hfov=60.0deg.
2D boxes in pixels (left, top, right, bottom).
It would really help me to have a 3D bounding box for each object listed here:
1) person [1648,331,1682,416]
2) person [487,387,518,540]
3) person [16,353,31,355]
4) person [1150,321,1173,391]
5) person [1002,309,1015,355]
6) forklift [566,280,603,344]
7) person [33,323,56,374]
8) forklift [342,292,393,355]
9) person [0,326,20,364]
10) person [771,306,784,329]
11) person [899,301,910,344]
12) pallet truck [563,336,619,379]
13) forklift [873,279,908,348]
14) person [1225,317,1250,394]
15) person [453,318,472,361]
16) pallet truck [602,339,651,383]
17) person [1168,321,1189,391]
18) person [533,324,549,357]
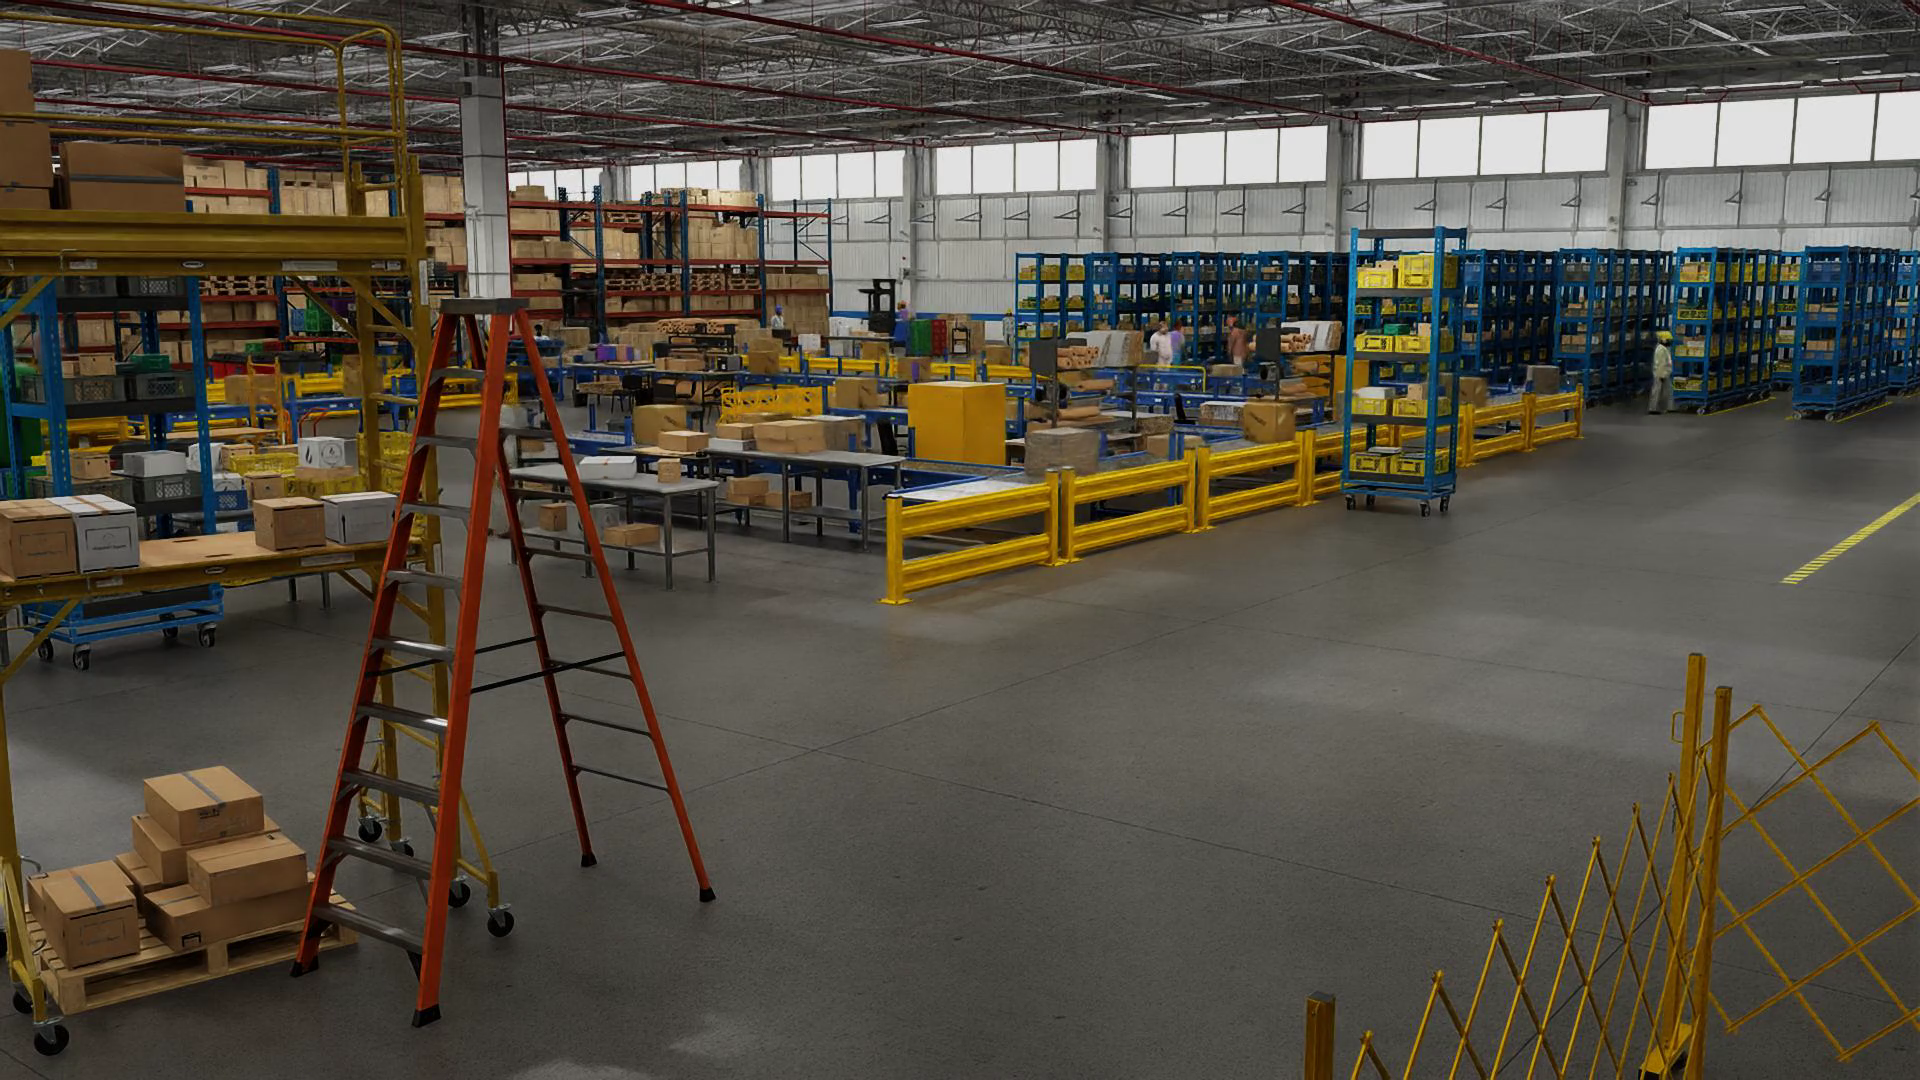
[{"bbox_3d":[15.097,-3.540,35.450,0.778,1.805,0.626,6,11,35],"label":"person"},{"bbox_3d":[-5.345,-0.917,18.955,0.741,1.844,0.565,4,10,23],"label":"person"},{"bbox_3d":[-34.003,-7.459,60.134,0.642,1.750,0.529,-7,12,-38],"label":"person"},{"bbox_3d":[4.858,-4.298,39.921,0.655,1.901,0.409,-7,11,-37],"label":"person"},{"bbox_3d":[1.820,-7.738,61.903,0.485,1.734,0.346,-1,9,-6],"label":"person"},{"bbox_3d":[-12.096,-6.937,53.330,1.129,2.768,1.873,-1,9,-5],"label":"forklift"},{"bbox_3d":[-23.022,-4.587,41.788,0.918,1.865,0.680,6,11,34],"label":"person"},{"bbox_3d":[-16.485,-5.622,45.120,1.129,2.768,1.873,7,11,37],"label":"forklift"},{"bbox_3d":[-27.900,-5.678,48.792,0.736,1.815,0.582,0,9,-2],"label":"person"},{"bbox_3d":[-6.148,-6.951,56.314,0.399,1.945,0.616,5,11,31],"label":"person"},{"bbox_3d":[-2.294,-8.931,68.763,0.644,1.919,0.556,5,11,31],"label":"person"},{"bbox_3d":[-10.690,-5.294,48.215,1.601,1.201,0.680,-5,10,-26],"label":"pallet truck"},{"bbox_3d":[-3.027,-9.139,67.073,1.129,2.768,1.873,6,11,33],"label":"forklift"},{"bbox_3d":[6.977,-4.647,41.987,0.787,1.931,0.644,8,12,41],"label":"person"},{"bbox_3d":[-13.878,-5.333,46.681,0.587,1.806,0.789,5,11,31],"label":"person"},{"bbox_3d":[-8.991,-4.871,45.351,0.653,1.274,1.630,7,11,37],"label":"pallet truck"},{"bbox_3d":[5.586,-4.671,42.472,0.654,1.820,0.574,-6,11,-34],"label":"person"},{"bbox_3d":[-11.134,-4.860,44.042,0.536,1.696,0.322,-3,9,-16],"label":"person"}]
